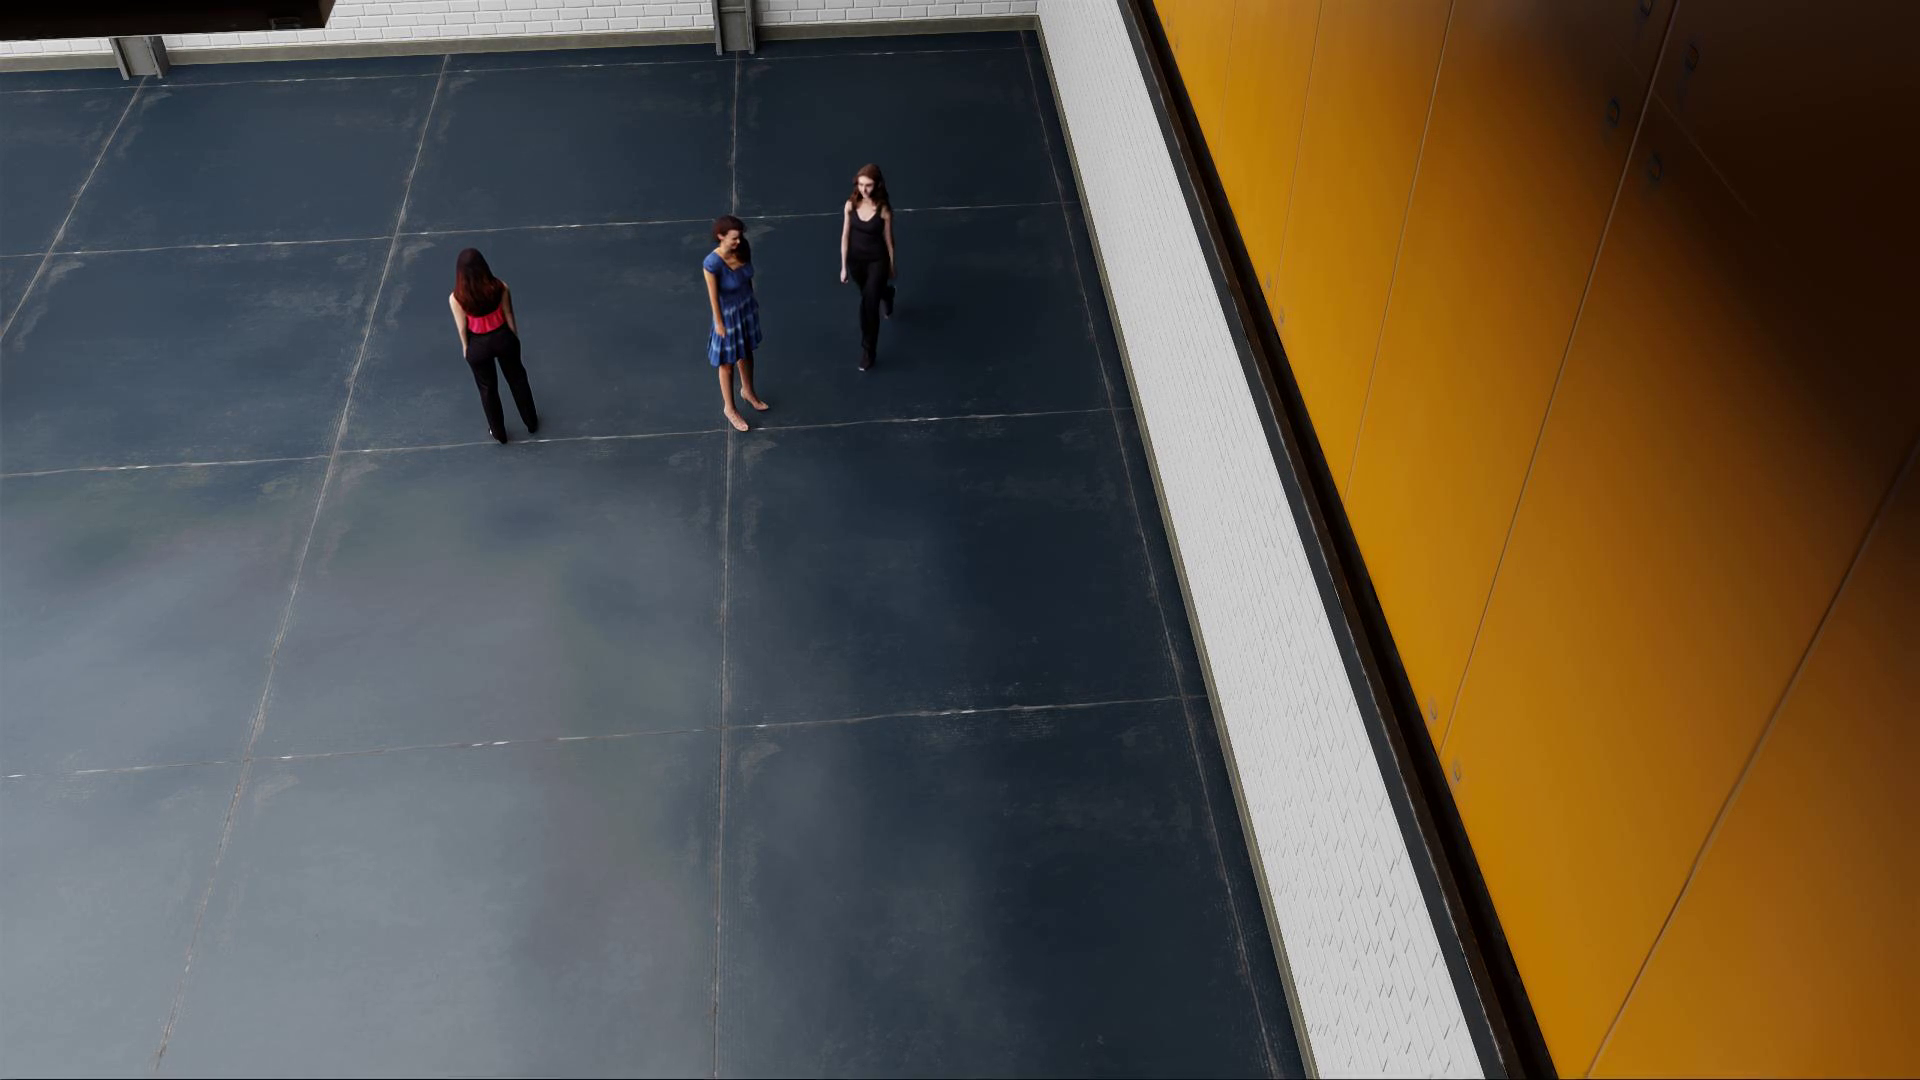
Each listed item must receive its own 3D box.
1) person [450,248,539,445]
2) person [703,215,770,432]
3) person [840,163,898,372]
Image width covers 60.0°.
[{"bbox_3d":[-3.463,-1.443,12.294,0.575,1.660,0.711,-20,47,-19],"label":"person"},{"bbox_3d":[-1.667,-1.632,12.386,0.772,1.808,0.756,21,48,21],"label":"person"},{"bbox_3d":[-0.672,-2.238,13.087,1.124,1.718,0.949,15,46,15],"label":"person"}]
